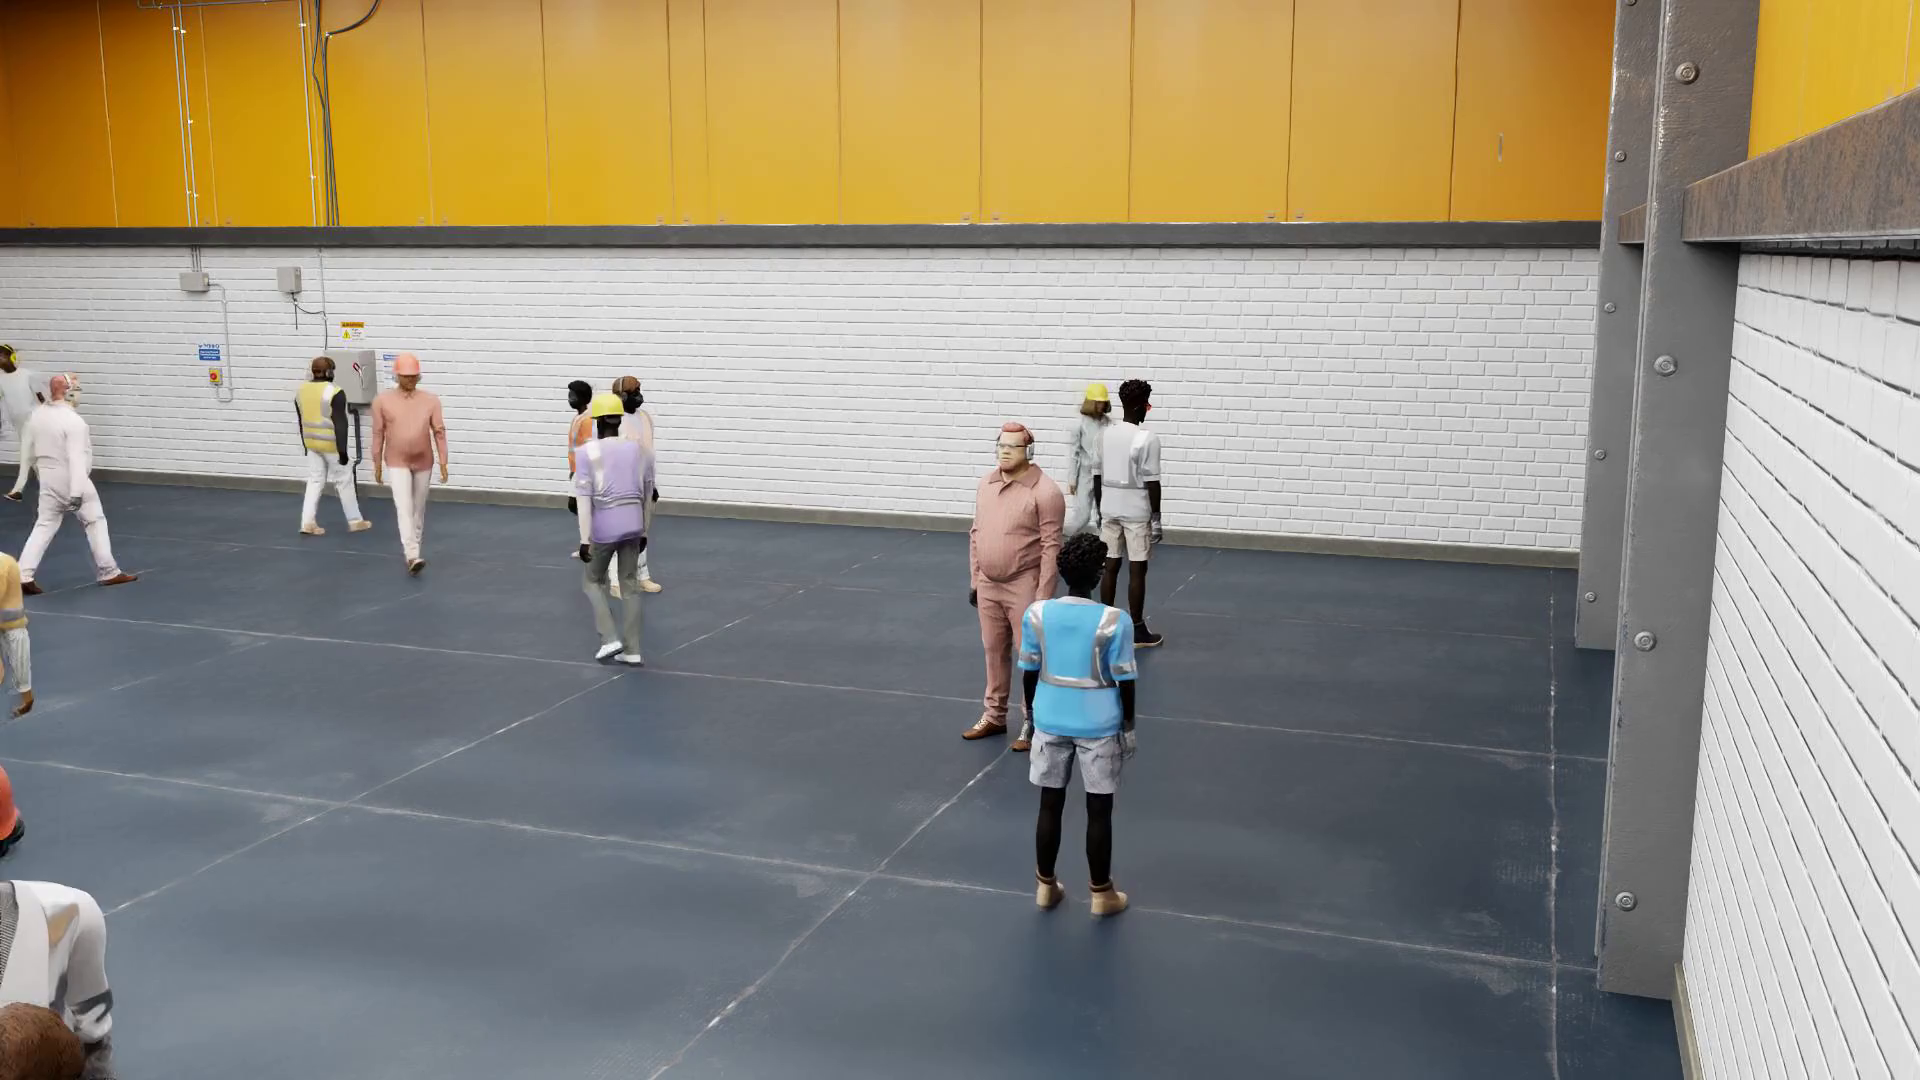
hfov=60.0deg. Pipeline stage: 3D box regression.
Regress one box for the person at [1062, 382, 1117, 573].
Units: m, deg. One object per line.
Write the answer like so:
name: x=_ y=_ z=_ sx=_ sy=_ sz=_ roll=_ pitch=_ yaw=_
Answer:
person: x=1.163 y=-0.561 z=14.878 sx=0.488 sy=1.727 sz=0.624 roll=-6 pitch=12 yaw=-29

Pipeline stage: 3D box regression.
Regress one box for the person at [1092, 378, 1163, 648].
person: x=1.234 y=-0.198 z=12.145 sx=0.365 sy=1.964 sz=0.610 roll=-10 pitch=14 yaw=-43

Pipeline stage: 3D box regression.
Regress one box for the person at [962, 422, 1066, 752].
person: x=0.293 y=0.264 z=9.696 sx=0.643 sy=1.913 sz=0.410 roll=9 pitch=13 yaw=40

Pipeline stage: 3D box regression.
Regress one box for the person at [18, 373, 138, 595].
person: x=-7.579 y=-0.477 z=14.027 sx=0.650 sy=1.863 sz=0.986 roll=5 pitch=11 yaw=26

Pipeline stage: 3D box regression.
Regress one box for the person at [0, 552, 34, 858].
person: x=-4.562 y=0.638 z=7.676 sx=0.564 sy=1.875 sz=0.915 roll=0 pitch=10 yaw=-2

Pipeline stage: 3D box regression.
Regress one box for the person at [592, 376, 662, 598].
person: x=-2.750 y=-0.444 z=13.883 sx=0.429 sy=1.844 sz=0.627 roll=6 pitch=12 yaw=32

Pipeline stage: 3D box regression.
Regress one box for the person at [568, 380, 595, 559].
person: x=-3.505 y=-0.647 z=15.460 sx=0.368 sy=1.680 sz=0.542 roll=-3 pitch=11 yaw=-19

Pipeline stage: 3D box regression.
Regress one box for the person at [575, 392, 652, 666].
person: x=-2.403 y=-0.067 z=11.562 sx=0.635 sy=1.902 sz=0.492 roll=-9 pitch=13 yaw=-40

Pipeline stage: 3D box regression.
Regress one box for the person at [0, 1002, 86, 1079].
person: x=-1.377 y=1.577 z=2.566 sx=0.638 sy=1.817 sz=0.649 roll=-5 pitch=11 yaw=-27

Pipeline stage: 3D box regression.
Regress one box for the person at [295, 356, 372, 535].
person: x=-6.402 y=-0.951 z=16.831 sx=0.644 sy=1.815 sz=0.790 roll=4 pitch=11 yaw=23

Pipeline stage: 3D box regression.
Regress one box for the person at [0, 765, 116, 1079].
person: x=-2.024 y=1.358 z=3.471 sx=0.547 sy=1.934 sz=0.376 roll=-9 pitch=13 yaw=-40

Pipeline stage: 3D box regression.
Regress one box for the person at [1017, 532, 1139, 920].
person: x=0.511 y=0.808 z=7.246 sx=0.568 sy=1.694 sz=0.316 roll=5 pitch=11 yaw=25

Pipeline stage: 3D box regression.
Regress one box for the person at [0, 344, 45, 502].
person: x=-10.772 y=-1.342 z=19.070 sx=0.511 sy=1.789 sz=0.991 roll=0 pitch=10 yaw=2

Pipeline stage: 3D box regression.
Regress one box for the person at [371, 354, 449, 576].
person: x=-4.868 y=-0.670 z=14.811 sx=0.630 sy=1.948 sz=0.998 roll=-6 pitch=12 yaw=-29
